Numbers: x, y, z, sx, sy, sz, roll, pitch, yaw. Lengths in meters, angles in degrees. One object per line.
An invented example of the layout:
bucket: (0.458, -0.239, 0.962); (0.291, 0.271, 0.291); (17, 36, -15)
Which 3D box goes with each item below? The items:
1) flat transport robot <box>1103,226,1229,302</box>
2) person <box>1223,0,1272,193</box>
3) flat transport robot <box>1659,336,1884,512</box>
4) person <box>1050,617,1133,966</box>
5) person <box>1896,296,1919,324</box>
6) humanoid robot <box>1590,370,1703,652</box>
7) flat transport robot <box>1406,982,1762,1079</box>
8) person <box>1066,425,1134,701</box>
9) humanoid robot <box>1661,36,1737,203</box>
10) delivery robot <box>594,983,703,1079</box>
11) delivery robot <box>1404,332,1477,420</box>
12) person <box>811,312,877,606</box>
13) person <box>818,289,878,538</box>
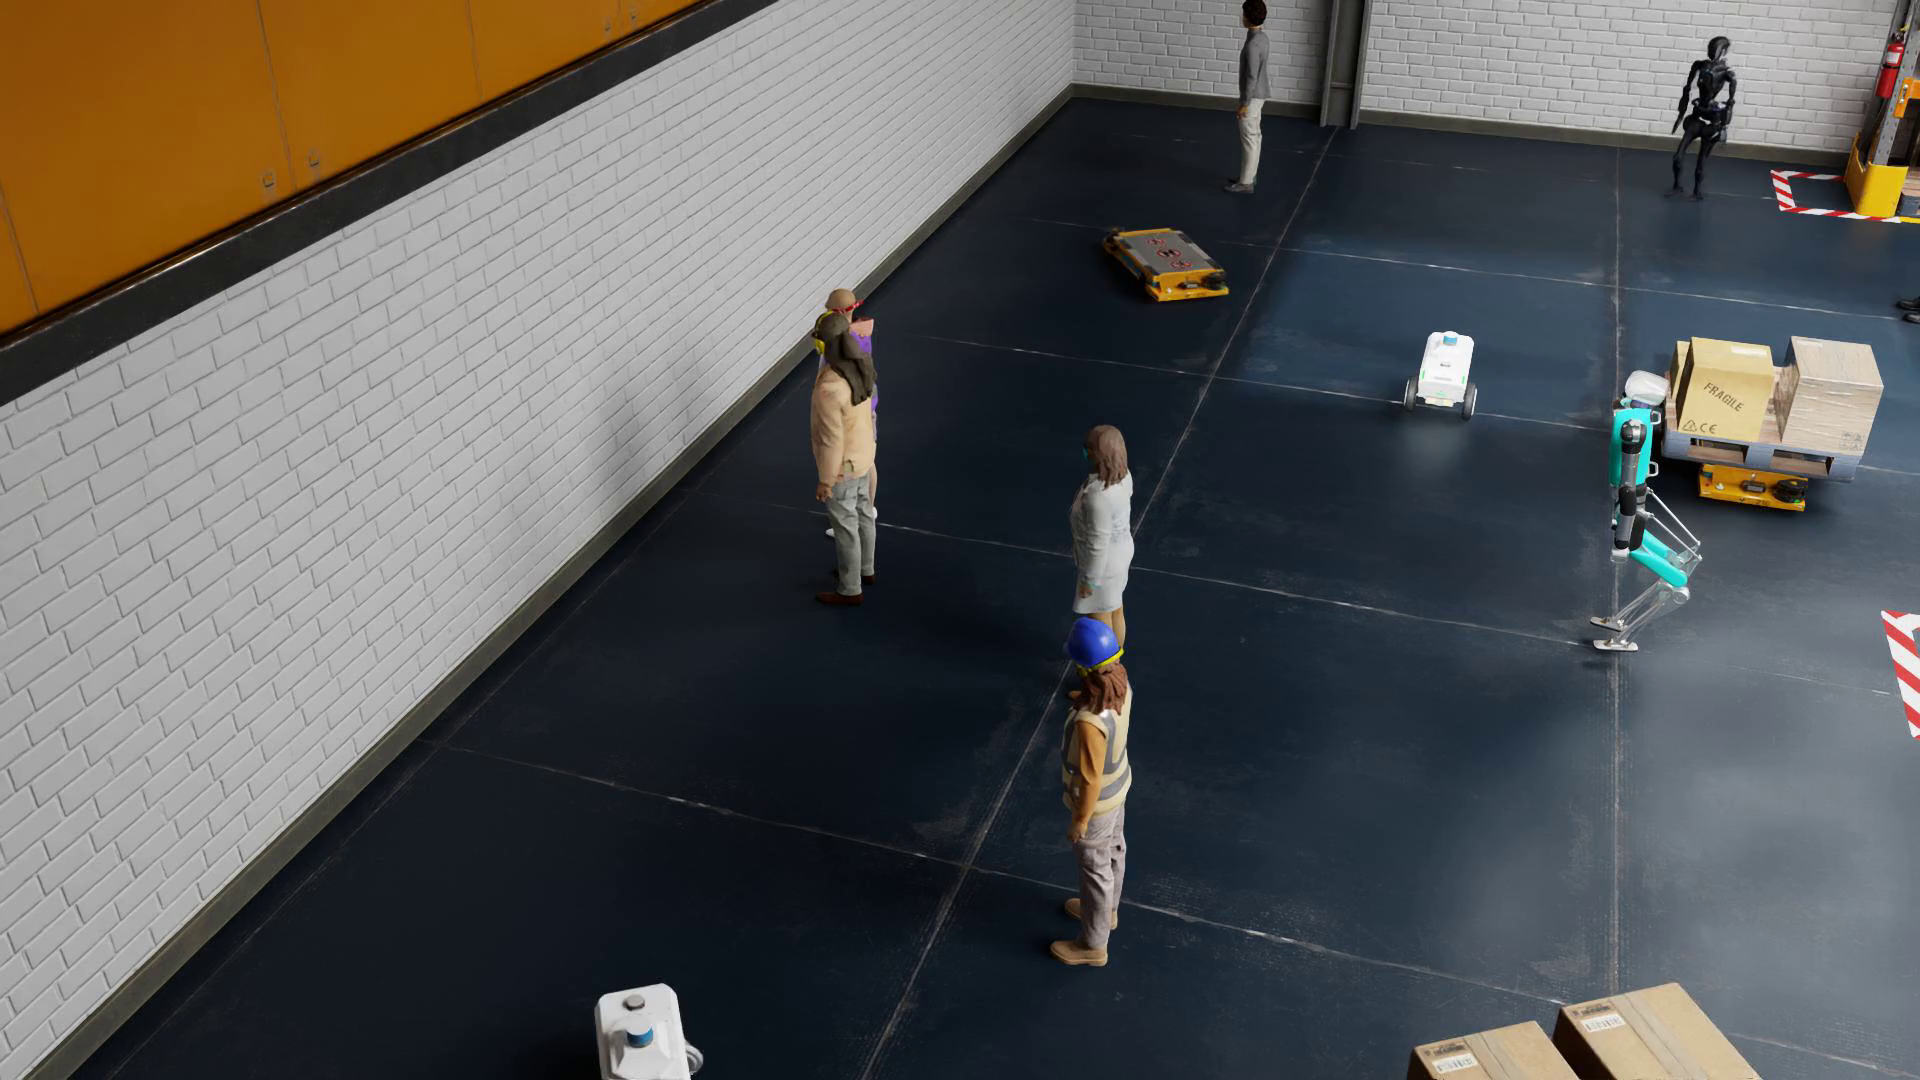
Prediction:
flat transport robot: (1.820, -2.487, 14.856); (0.659, 0.231, 1.431); (-8, 31, -13)
person: (2.889, -4.388, 16.483); (0.401, 1.899, 0.534); (11, 32, 18)
flat transport robot: (5.544, -0.640, 11.714); (0.659, 0.231, 1.431); (10, 32, 16)
person: (0.572, 1.105, 7.259); (0.324, 1.774, 0.470); (11, 32, 18)
person: (8.119, -2.706, 13.584); (0.369, 1.939, 0.543); (11, 32, 18)
humanoid robot: (3.888, -0.119, 9.247); (0.735, 1.677, 0.533); (10, 32, 16)
flat transport robot: (2.262, 2.630, 6.151); (0.659, 0.231, 1.431); (-8, 31, -13)
person: (0.754, 0.134, 9.022); (0.343, 1.659, 0.487); (11, 32, 18)
humanoid robot: (7.267, -4.086, 16.197); (0.439, 1.644, 0.603); (-17, 34, -26)
delivery robot: (-1.241, 2.183, 6.648); (0.520, 0.613, 0.784); (-8, 31, -13)
delivery robot: (3.650, -1.285, 12.501); (0.499, 0.566, 0.739); (10, 32, 16)
person: (-0.678, -0.467, 9.839); (0.403, 1.876, 0.555); (11, 32, 18)
person: (-0.703, -0.796, 10.572); (0.348, 1.694, 0.483); (11, 32, 18)
